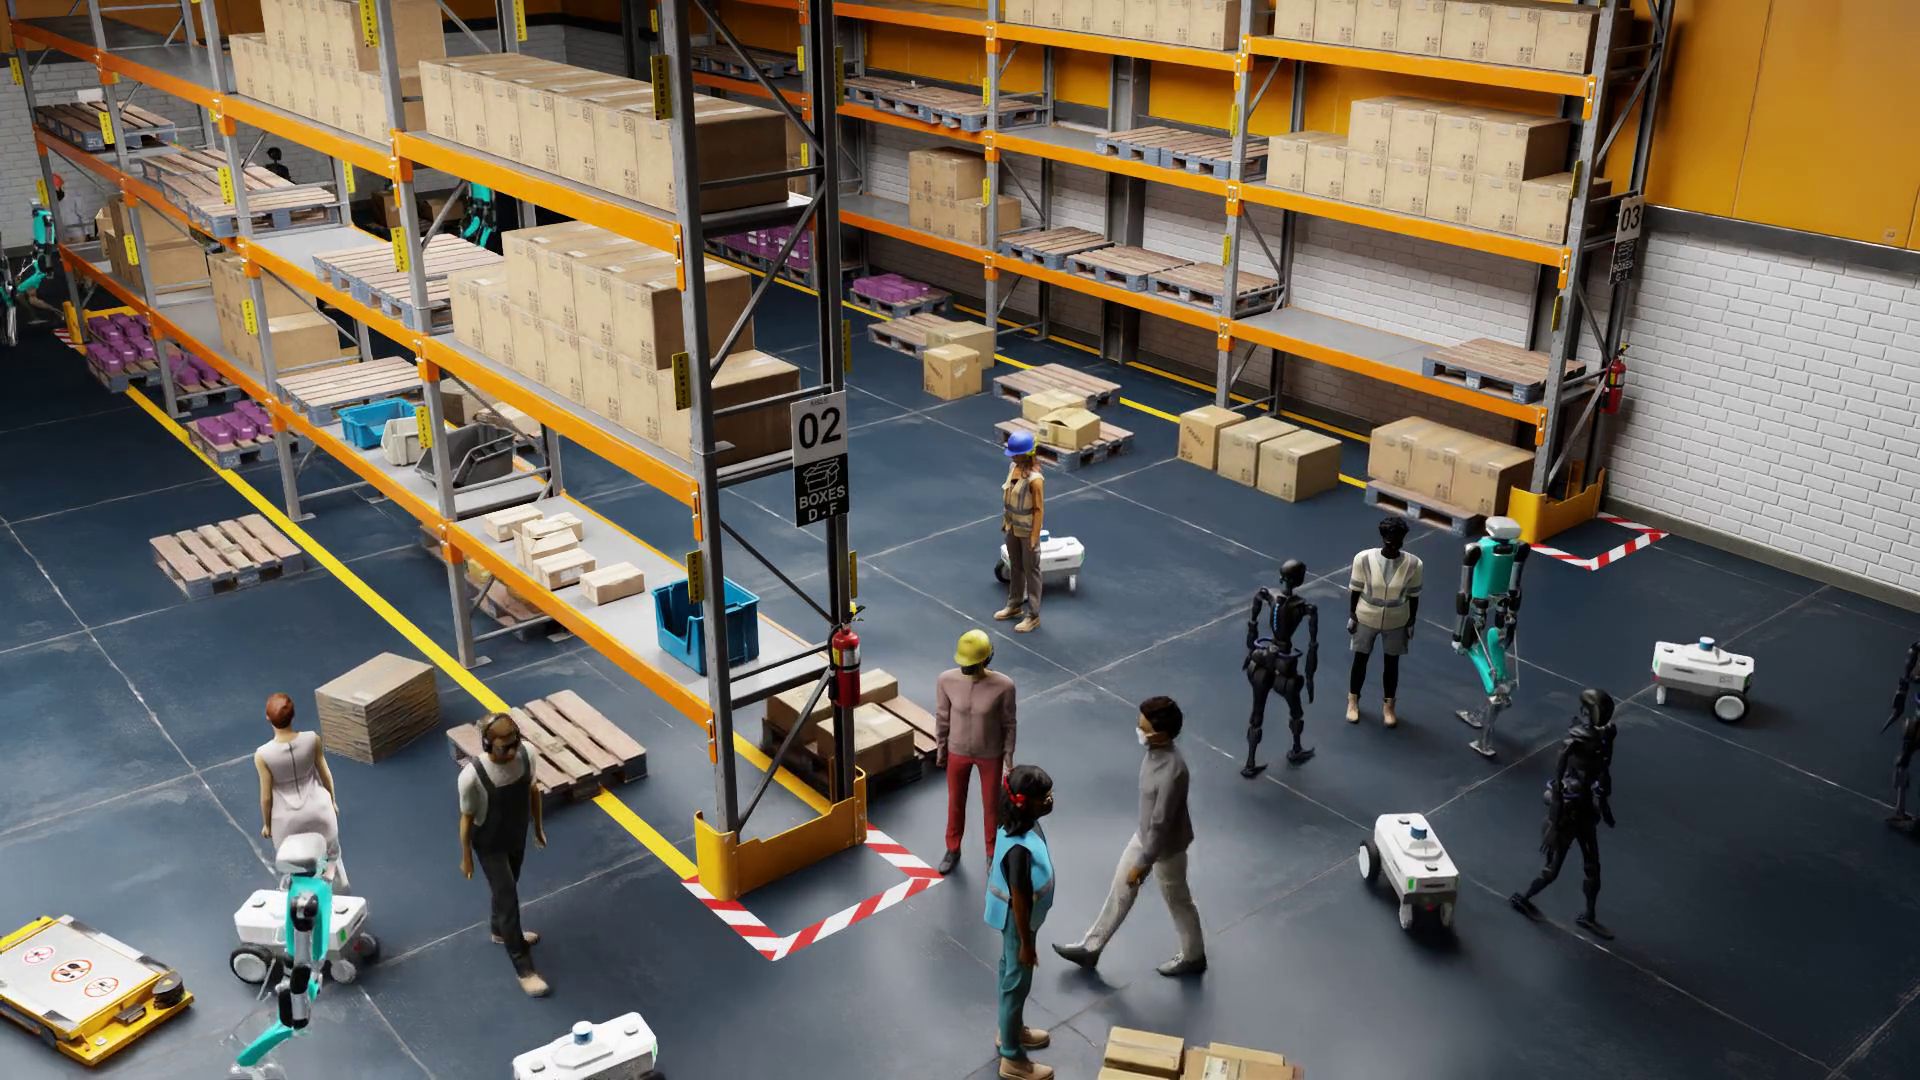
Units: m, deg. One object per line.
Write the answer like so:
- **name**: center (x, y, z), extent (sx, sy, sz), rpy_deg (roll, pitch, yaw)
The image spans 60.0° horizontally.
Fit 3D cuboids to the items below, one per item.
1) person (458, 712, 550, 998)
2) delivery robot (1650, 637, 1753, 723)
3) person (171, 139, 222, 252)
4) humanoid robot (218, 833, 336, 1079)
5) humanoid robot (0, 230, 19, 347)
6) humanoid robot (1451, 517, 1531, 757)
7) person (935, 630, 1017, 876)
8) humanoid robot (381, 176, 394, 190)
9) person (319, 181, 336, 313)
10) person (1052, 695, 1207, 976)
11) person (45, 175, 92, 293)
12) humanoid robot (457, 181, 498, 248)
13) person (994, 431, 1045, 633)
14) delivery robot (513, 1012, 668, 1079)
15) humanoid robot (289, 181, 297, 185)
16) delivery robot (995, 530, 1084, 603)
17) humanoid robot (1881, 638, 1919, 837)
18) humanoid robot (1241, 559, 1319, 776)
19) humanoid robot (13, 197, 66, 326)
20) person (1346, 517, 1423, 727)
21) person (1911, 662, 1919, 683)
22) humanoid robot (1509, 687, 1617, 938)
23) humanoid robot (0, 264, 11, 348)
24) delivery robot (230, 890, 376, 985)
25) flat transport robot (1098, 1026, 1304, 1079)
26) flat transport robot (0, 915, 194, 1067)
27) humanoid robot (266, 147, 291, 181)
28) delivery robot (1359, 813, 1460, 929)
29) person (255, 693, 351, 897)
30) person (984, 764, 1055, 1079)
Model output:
- **person**: center (-2.647, 1.758, 9.667), extent (0.710, 1.800, 0.513), rpy_deg (16, 28, 32)
- **delivery robot**: center (5.742, 1.031, 12.872), extent (0.731, 0.575, 0.514), rpy_deg (10, 25, 22)
- **person**: center (-12.153, -5.354, 26.007), extent (0.980, 1.877, 0.563), rpy_deg (-11, 26, -24)
- **humanoid robot**: center (-3.483, 2.353, 8.463), extent (0.777, 1.860, 0.531), rpy_deg (-5, 24, -12)
- **humanoid robot**: center (-12.553, -3.375, 21.619), extent (0.534, 1.801, 0.650), rpy_deg (-6, 24, -13)
- **humanoid robot**: center (3.927, 0.745, 12.088), extent (0.573, 1.774, 0.893), rpy_deg (-7, 24, -16)
- **person**: center (0.097, 1.360, 10.610), extent (0.526, 1.763, 0.329), rpy_deg (4, 24, 10)
- **humanoid robot**: center (-9.570, -6.169, 28.080), extent (1.006, 1.733, 0.542), rpy_deg (9, 25, 19)
- **person**: center (-8.601, -4.045, 23.031), extent (0.809, 1.851, 0.568), rpy_deg (1, 23, 3)
- **person**: center (1.042, 1.748, 9.596), extent (0.966, 1.849, 0.544), rpy_deg (-4, 24, -10)
- **person**: center (-12.935, -4.443, 24.111), extent (0.582, 1.718, 0.601), rpy_deg (-1, 23, -3)
- **humanoid robot**: center (-7.245, -4.738, 24.832), extent (0.549, 1.766, 1.044), rpy_deg (8, 25, 18)
- **person**: center (0.512, -0.084, 13.941), extent (0.320, 1.772, 0.466), rpy_deg (-14, 27, -30)
- **delivery robot**: center (-1.948, 2.814, 8.789), extent (0.812, 0.611, 0.499), rpy_deg (-15, 27, -30)
- **humanoid robot**: center (-9.525, -4.381, 24.061), extent (0.796, 1.616, 0.589), rpy_deg (3, 23, 6)
- **delivery robot**: center (0.722, 0.209, 14.790), extent (0.742, 0.587, 0.525), rpy_deg (-7, 24, -16)
- **humanoid robot**: center (6.518, 1.204, 11.072), extent (0.615, 1.641, 0.356), rpy_deg (9, 25, 21)
- **humanoid robot**: center (2.285, 0.871, 11.865), extent (0.600, 1.641, 0.638), rpy_deg (19, 30, 37)
- **humanoid robot**: center (-12.451, -3.670, 22.280), extent (0.889, 1.744, 0.532), rpy_deg (-21, 31, -40)
- **person**: center (3.162, 0.601, 12.458), extent (0.531, 1.694, 0.319), rpy_deg (4, 24, 10)
- **person**: center (7.808, 0.260, 12.961), extent (0.547, 1.924, 0.385), rpy_deg (14, 27, 29)
- **humanoid robot**: center (3.742, 1.644, 10.082), extent (0.609, 1.636, 0.612), rpy_deg (-16, 28, -33)
- **humanoid robot**: center (-12.617, -3.309, 21.519), extent (0.610, 1.651, 0.369), rpy_deg (1, 23, 3)
- **delivery robot**: center (-3.928, 2.324, 9.915), extent (0.801, 0.606, 0.499), rpy_deg (3, 24, 6)
- **flat transport robot**: center (1.034, 3.167, 8.309), extent (1.431, 0.231, 0.659), rpy_deg (6, 24, 14)
- **flat transport robot**: center (-5.210, 2.574, 9.683), extent (1.431, 0.231, 0.659), rpy_deg (13, 27, 28)
- **humanoid robot**: center (-10.783, -5.385, 26.346), extent (0.589, 1.637, 0.589), rpy_deg (12, 26, 25)
- **delivery robot**: center (2.875, 2.054, 10.547), extent (0.499, 0.611, 0.804), rpy_deg (-2, 23, -4)
- **person**: center (-3.971, 1.667, 10.023), extent (0.450, 1.661, 0.283), rpy_deg (-17, 29, -34)
- **person**: center (0.325, 2.035, 8.913), extent (0.392, 1.869, 0.527), rpy_deg (1, 23, 2)
